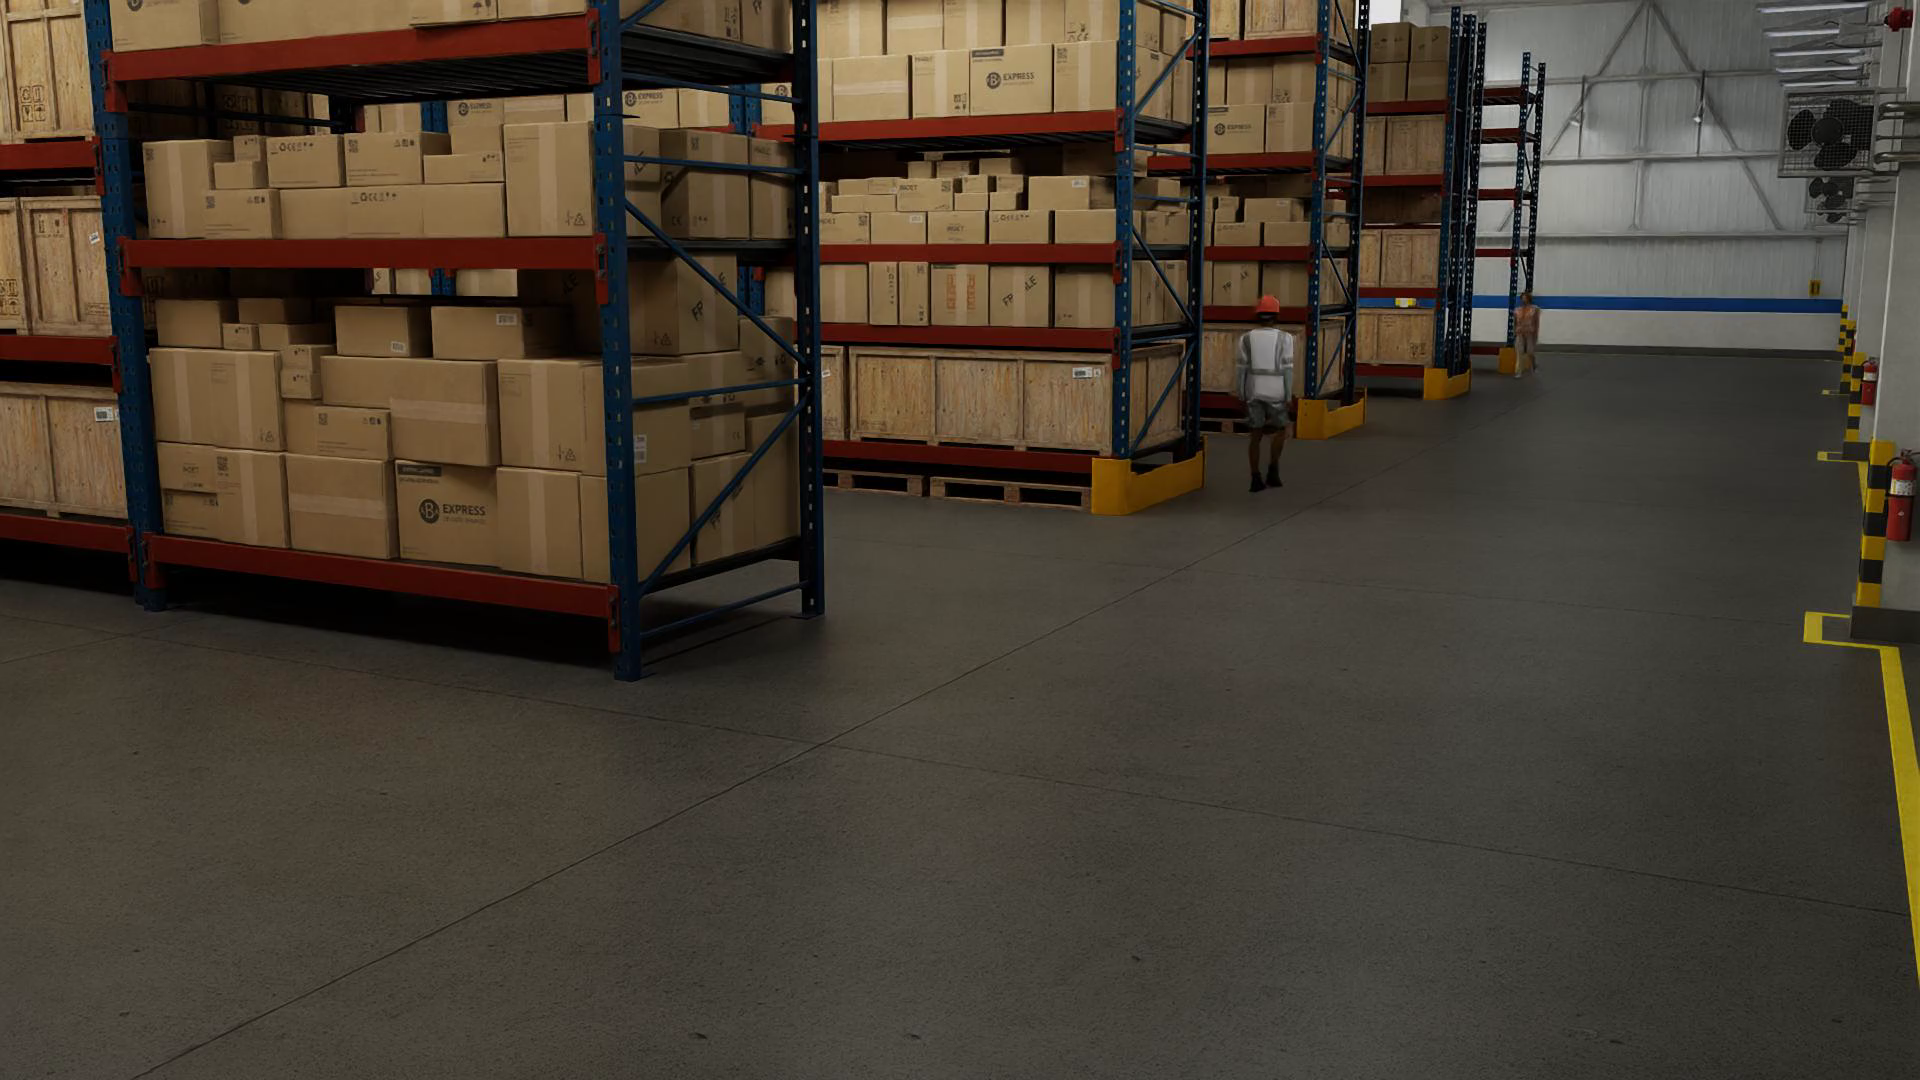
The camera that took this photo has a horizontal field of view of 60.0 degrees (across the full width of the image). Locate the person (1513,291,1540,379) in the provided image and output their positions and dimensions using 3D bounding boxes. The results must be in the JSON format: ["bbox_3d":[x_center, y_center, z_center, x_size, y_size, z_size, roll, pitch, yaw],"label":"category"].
[{"bbox_3d":[10.521,-3.801,30.867,0.524,1.623,0.547,8,13,40],"label":"person"}]

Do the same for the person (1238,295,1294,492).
[{"bbox_3d":[3.017,-1.438,16.352,0.577,1.914,0.596,5,11,25],"label":"person"}]
